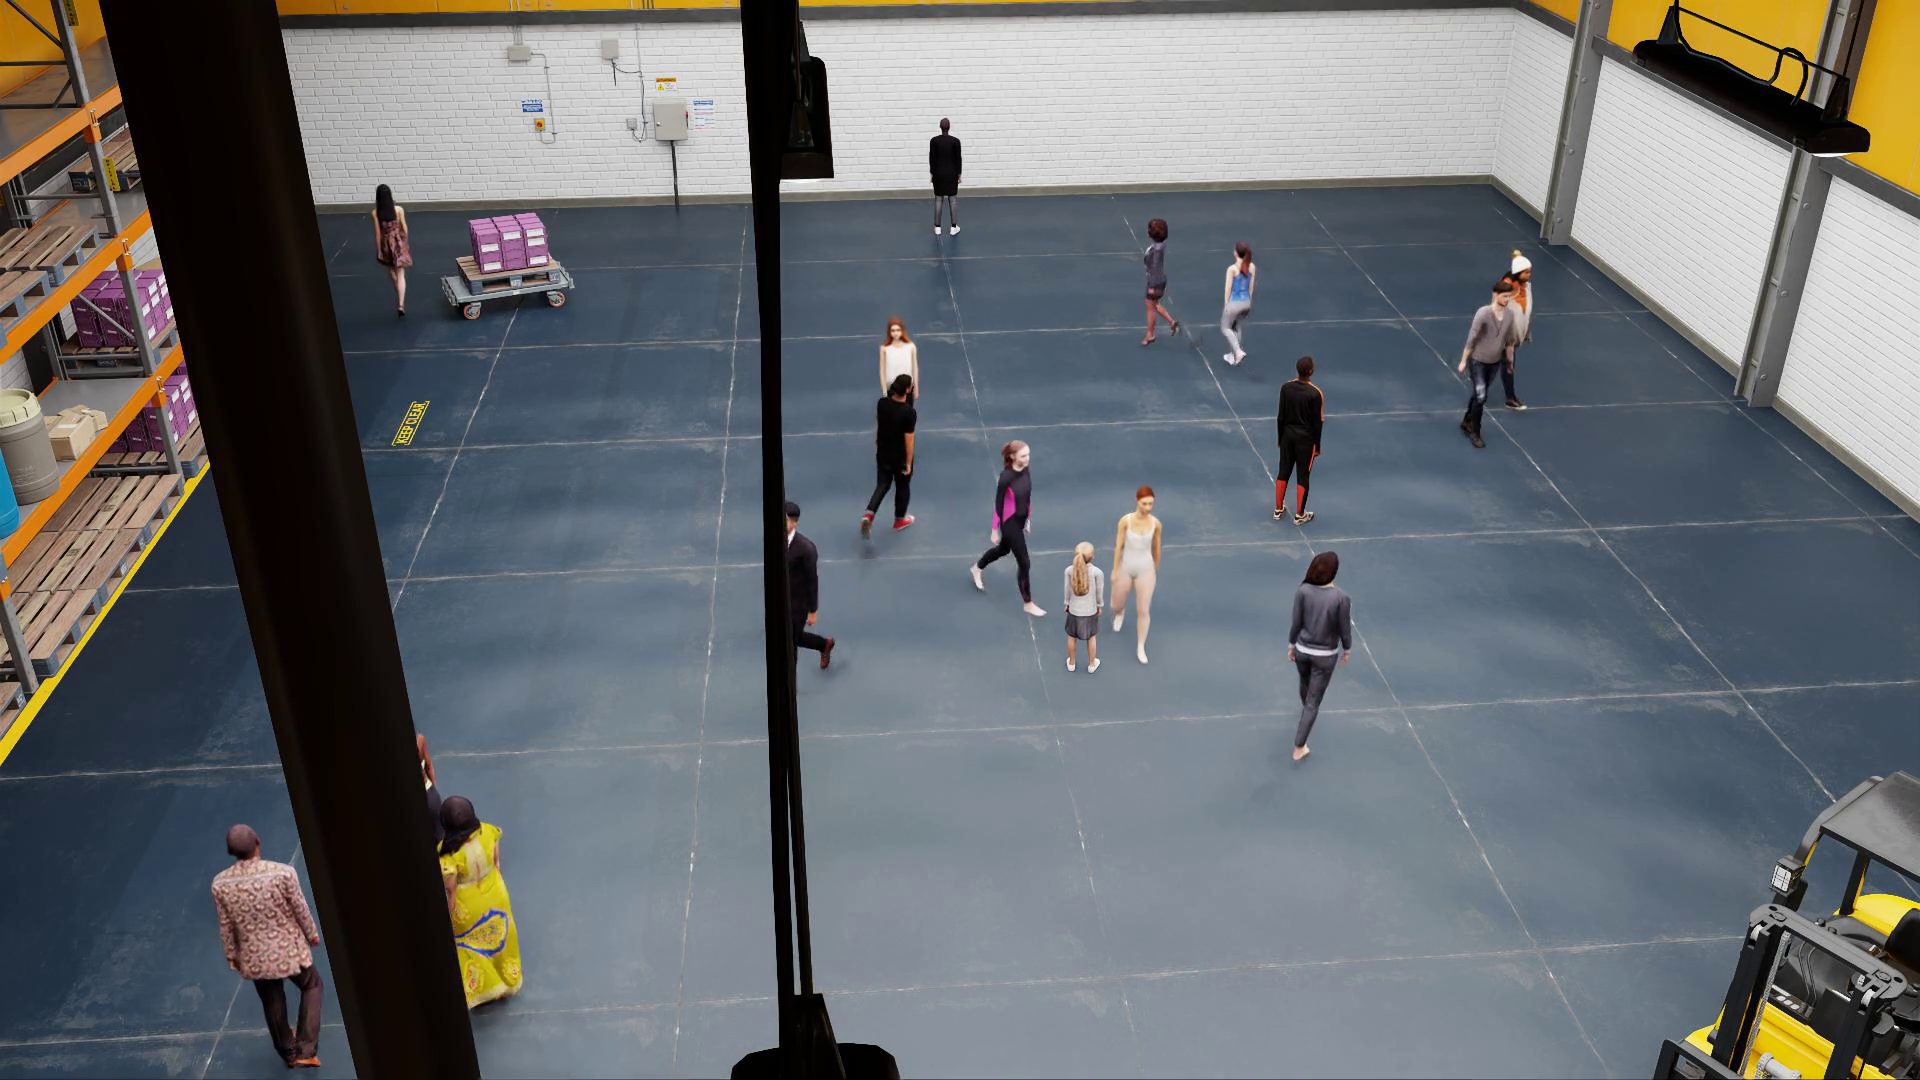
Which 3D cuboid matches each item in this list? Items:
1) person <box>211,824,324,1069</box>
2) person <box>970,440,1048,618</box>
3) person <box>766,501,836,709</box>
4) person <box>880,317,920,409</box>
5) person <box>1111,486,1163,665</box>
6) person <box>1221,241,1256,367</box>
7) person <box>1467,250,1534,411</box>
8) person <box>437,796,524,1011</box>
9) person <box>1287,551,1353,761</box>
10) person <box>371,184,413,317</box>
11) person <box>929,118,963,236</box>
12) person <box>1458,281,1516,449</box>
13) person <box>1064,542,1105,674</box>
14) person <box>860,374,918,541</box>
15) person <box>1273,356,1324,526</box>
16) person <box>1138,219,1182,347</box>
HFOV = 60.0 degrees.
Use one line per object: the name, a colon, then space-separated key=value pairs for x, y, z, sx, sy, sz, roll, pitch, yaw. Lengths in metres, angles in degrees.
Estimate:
person: x=-4.255 y=2.593 z=10.290 sx=0.694 sy=1.786 sz=0.771 roll=-2 pitch=29 yaw=-3
person: x=0.422 y=-0.151 z=15.409 sx=1.165 sy=1.701 sz=1.097 roll=22 pitch=36 yaw=35
person: x=-1.362 y=0.488 z=14.072 sx=1.161 sy=1.860 sz=1.216 roll=22 pitch=35 yaw=34
person: x=-0.687 y=-1.655 z=18.197 sx=0.642 sy=1.672 sz=1.143 roll=-1 pitch=29 yaw=-1
person: x=1.543 y=0.252 z=14.743 sx=0.633 sy=1.632 sz=0.846 roll=0 pitch=29 yaw=0
person: x=3.463 y=-2.875 z=20.513 sx=0.699 sy=1.596 sz=0.856 roll=-12 pitch=31 yaw=-21
person: x=6.364 y=-2.504 z=19.569 sx=1.099 sy=1.849 sz=1.319 roll=-18 pitch=33 yaw=-30
person: x=-3.101 y=2.395 z=10.799 sx=1.044 sy=1.646 sz=0.981 roll=19 pitch=34 yaw=30
person: x=2.838 y=0.955 z=13.364 sx=1.045 sy=1.718 sz=1.215 roll=16 pitch=32 yaw=26
person: x=-7.491 y=-3.790 z=22.063 sx=0.717 sy=1.718 sz=1.170 roll=-7 pitch=29 yaw=-13
person: x=-0.226 y=-5.508 z=25.167 sx=0.689 sy=1.762 sz=0.613 roll=3 pitch=29 yaw=5
person: x=5.836 y=-2.036 z=18.672 sx=0.864 sy=1.886 sz=0.973 roll=-10 pitch=30 yaw=-18
person: x=1.075 y=0.578 z=14.517 sx=0.564 sy=1.275 sz=0.587 roll=5 pitch=29 yaw=10
person: x=-0.703 y=-0.800 z=16.565 sx=1.033 sy=1.733 sz=1.137 roll=15 pitch=32 yaw=25
person: x=3.435 y=-1.024 z=16.898 sx=0.696 sy=1.809 sz=0.731 roll=18 pitch=33 yaw=29
person: x=2.561 y=-3.239 z=21.082 sx=0.814 sy=1.690 sz=0.793 roll=6 pitch=29 yaw=11
